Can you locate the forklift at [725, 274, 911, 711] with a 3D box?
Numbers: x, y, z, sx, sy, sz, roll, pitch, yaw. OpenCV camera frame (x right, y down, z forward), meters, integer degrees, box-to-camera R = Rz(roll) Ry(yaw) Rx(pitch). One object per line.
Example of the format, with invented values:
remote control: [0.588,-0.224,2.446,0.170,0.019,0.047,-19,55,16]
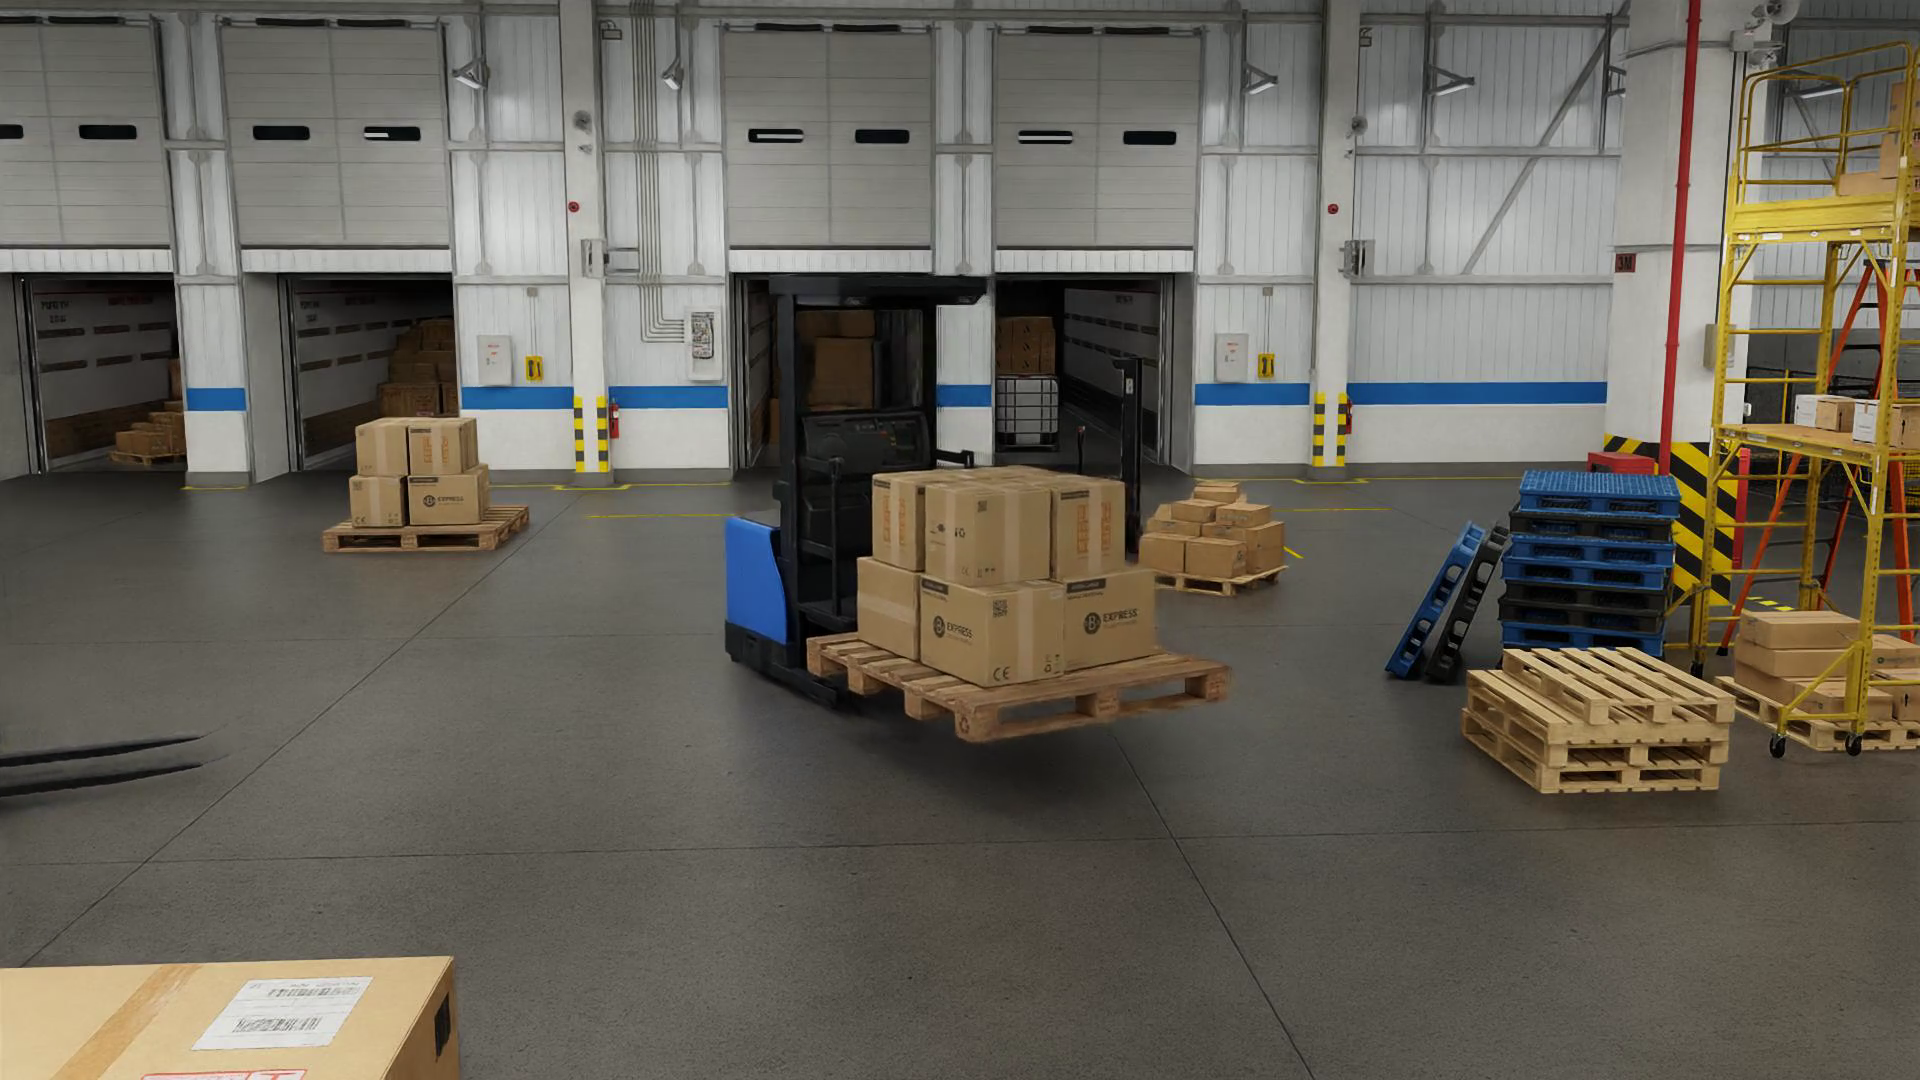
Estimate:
forklift: [-0.816,-0.435,11.480,1.129,2.768,1.873,-6,11,-31]

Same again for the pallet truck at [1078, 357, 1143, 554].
pallet truck: [2.088,-0.836,16.757,1.885,1.965,0.823,2,9,13]
